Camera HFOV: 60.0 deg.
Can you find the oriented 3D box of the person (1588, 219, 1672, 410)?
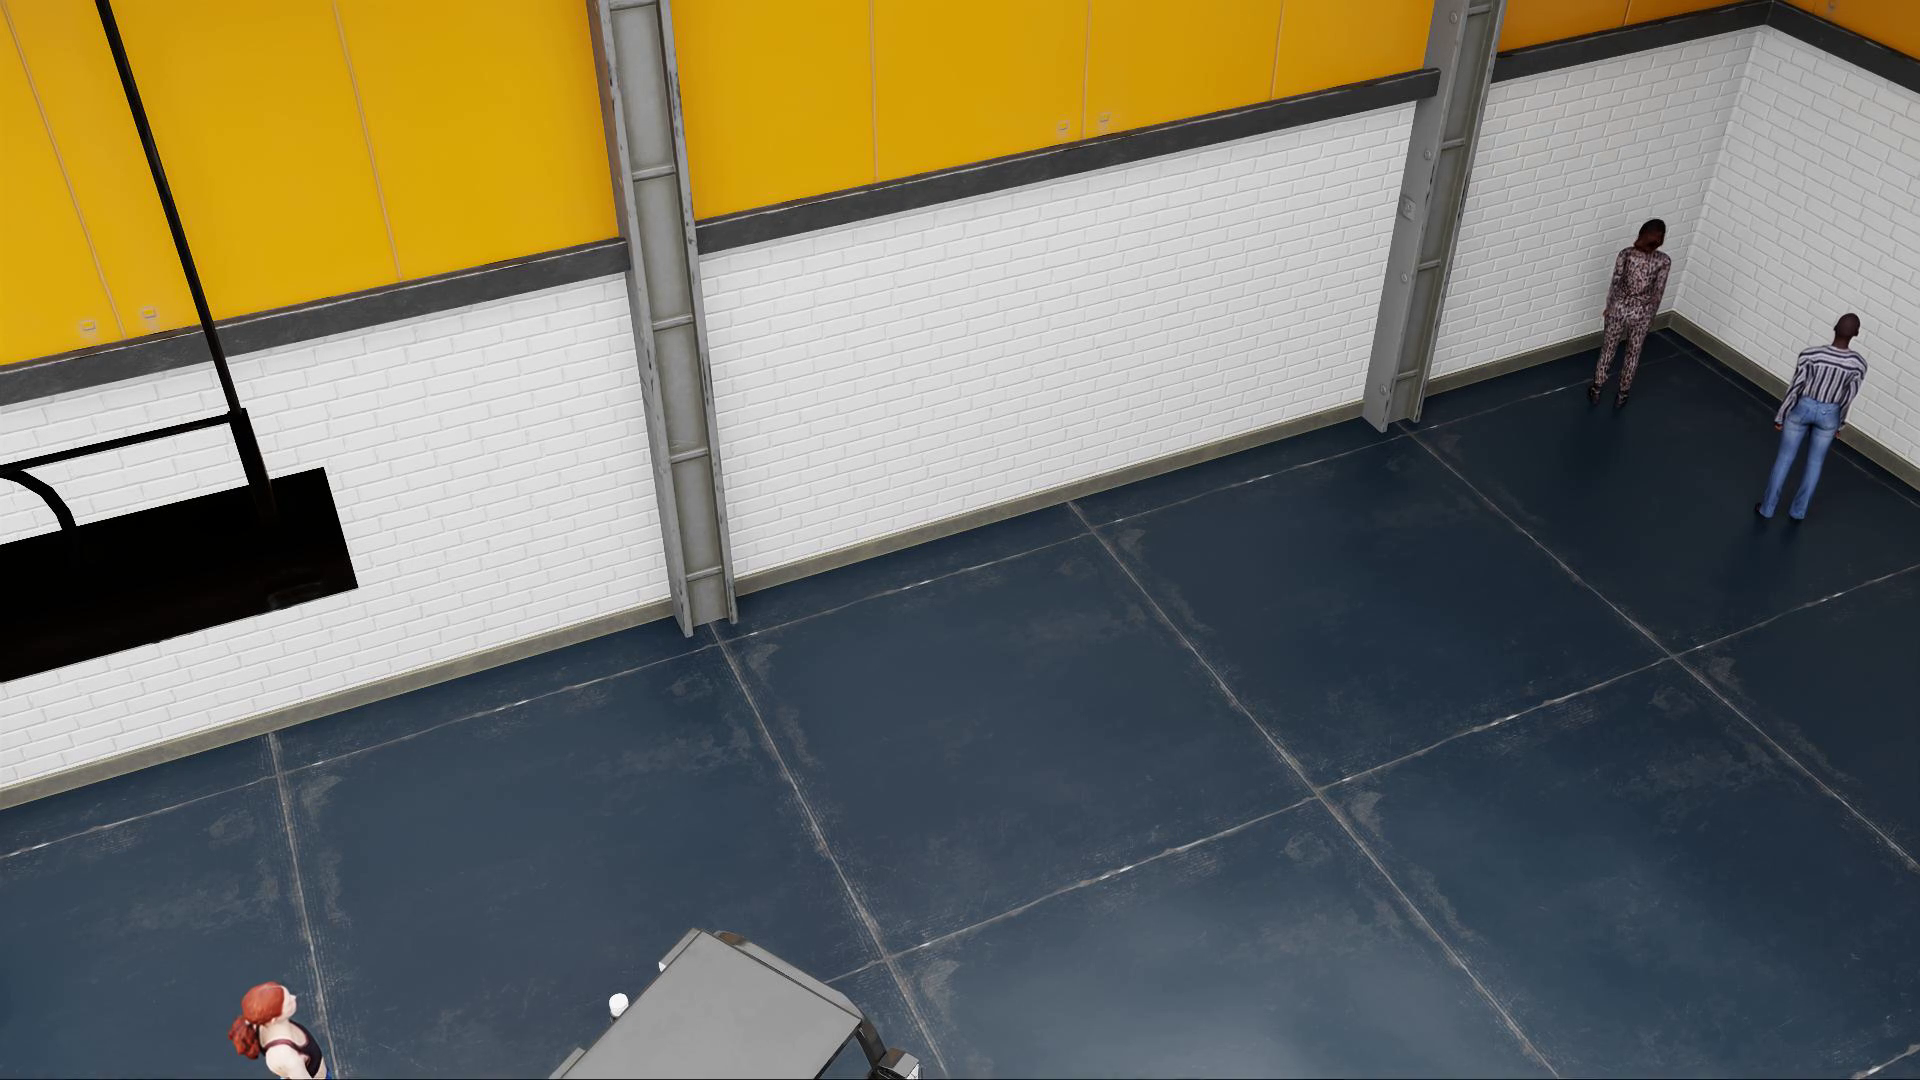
[{"bbox_3d":[5.486,-1.859,13.616,0.683,1.714,0.739,14,41,17],"label":"person"}]

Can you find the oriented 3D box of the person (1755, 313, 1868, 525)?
[{"bbox_3d":[6.321,-0.887,12.335,0.700,1.794,0.762,12,40,14],"label":"person"}]

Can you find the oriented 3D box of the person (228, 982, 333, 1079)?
[{"bbox_3d":[-3.067,2.677,7.880,0.678,1.785,0.643,-30,47,-32],"label":"person"}]
